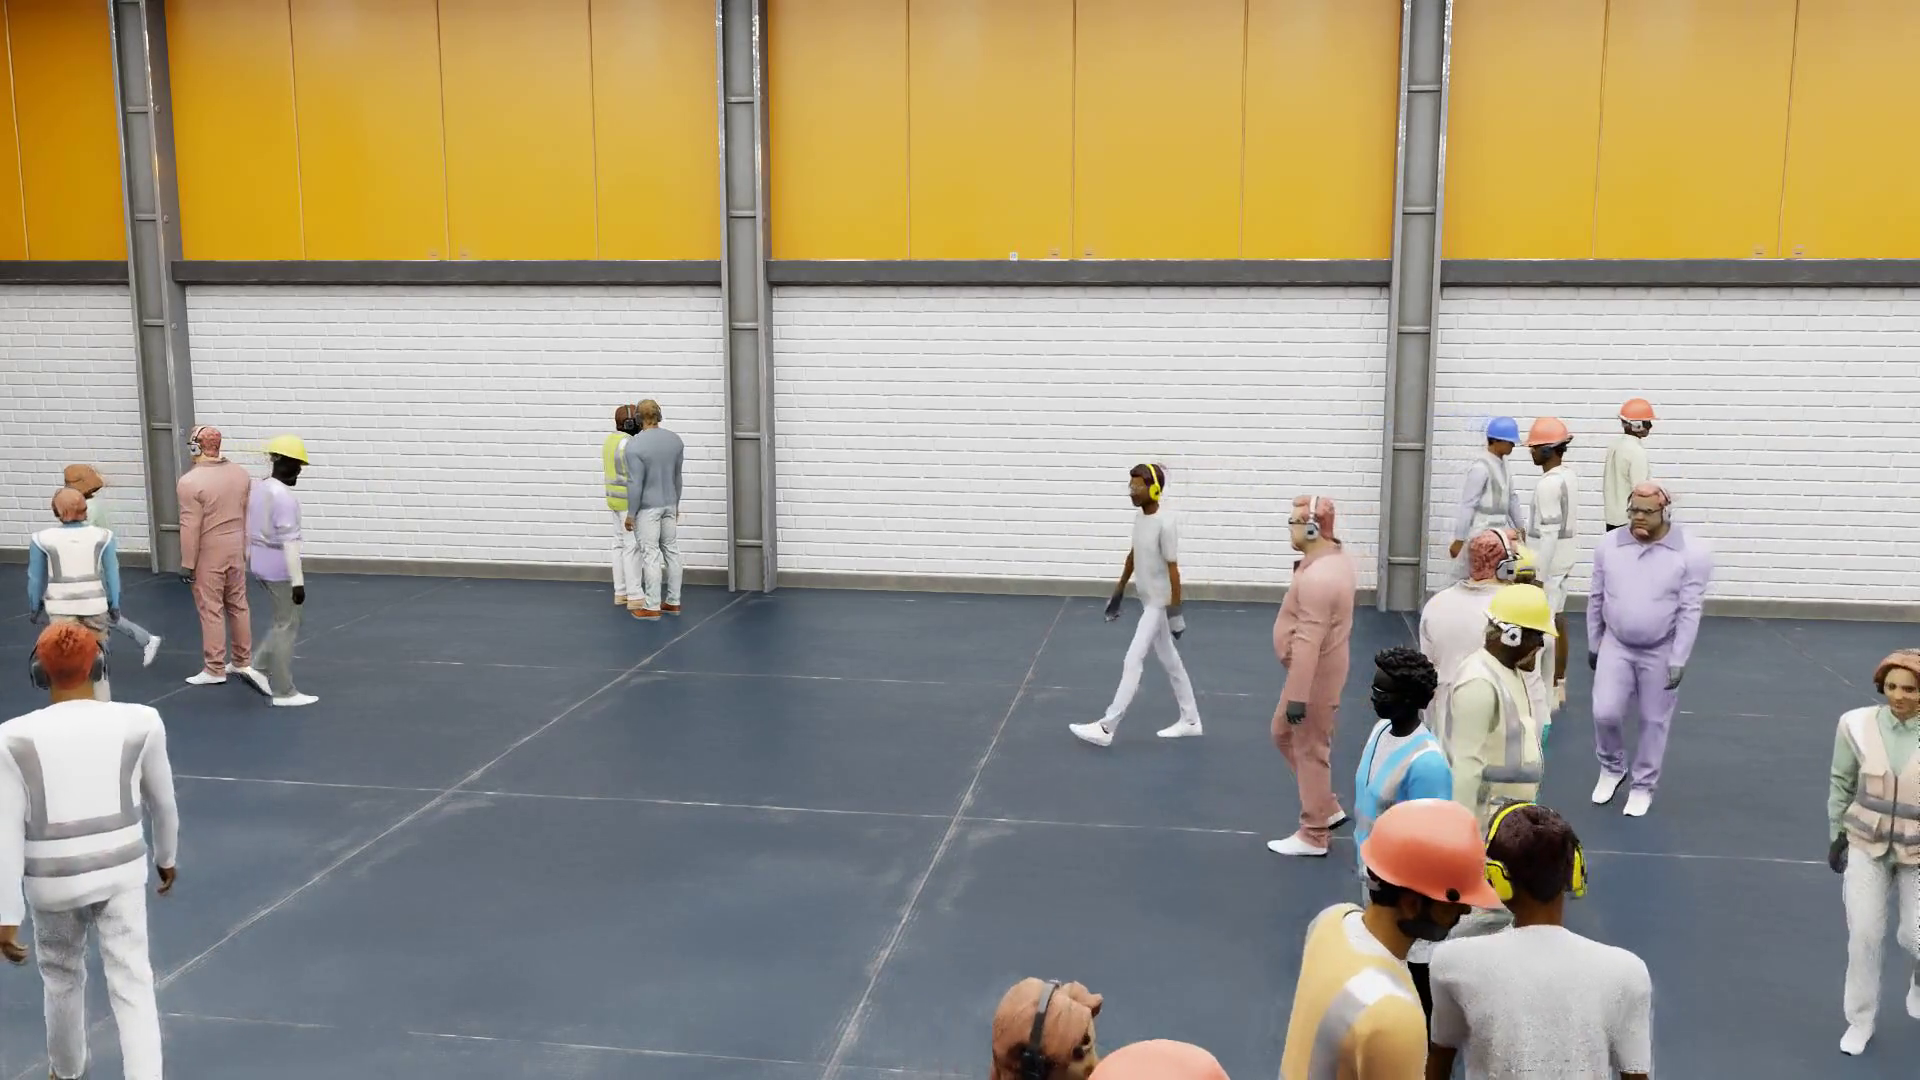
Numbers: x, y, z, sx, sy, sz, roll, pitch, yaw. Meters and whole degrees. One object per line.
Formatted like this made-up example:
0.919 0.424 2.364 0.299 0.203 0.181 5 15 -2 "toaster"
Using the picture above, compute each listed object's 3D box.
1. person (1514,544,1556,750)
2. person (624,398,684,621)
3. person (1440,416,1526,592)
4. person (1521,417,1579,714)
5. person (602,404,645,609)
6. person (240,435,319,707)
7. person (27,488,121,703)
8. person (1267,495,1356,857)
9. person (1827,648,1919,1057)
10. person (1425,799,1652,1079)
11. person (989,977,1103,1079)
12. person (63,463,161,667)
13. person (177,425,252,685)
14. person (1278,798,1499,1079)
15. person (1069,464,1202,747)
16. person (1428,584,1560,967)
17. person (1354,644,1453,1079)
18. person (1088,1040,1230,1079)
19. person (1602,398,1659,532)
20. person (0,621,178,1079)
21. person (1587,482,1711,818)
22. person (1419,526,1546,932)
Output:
2.622 0.887 7.919 0.550 1.746 0.497 -4 10 -26 "person"
-2.663 -0.266 14.467 0.372 1.935 0.627 7 11 36 "person"
4.254 -0.061 13.388 1.061 1.880 0.604 5 11 29 "person"
4.015 0.172 11.438 0.395 2.038 0.615 6 11 32 "person"
-2.960 -0.301 14.964 0.429 1.842 0.633 -6 11 -33 "person"
-4.739 0.218 11.613 0.507 1.891 0.693 -8 12 -39 "person"
-5.822 0.464 10.942 0.526 1.619 0.590 -7 12 -37 "person"
1.789 0.707 8.569 0.432 1.894 0.670 3 10 19 "person"
3.665 1.189 6.450 0.541 1.615 0.520 8 12 42 "person"
1.357 1.514 3.928 0.515 1.799 1.000 0 9 3 "person"
0.071 1.669 3.534 0.760 1.608 0.519 2 9 11 "person"
-6.456 0.214 12.502 0.701 1.607 0.506 -3 10 -19 "person"
-5.504 0.108 12.245 0.410 1.909 0.643 3 10 17 "person"
0.917 1.482 3.780 0.500 1.901 0.576 1 9 4 "person"
1.152 0.414 10.637 0.976 1.819 0.540 -2 9 -11 "person"
2.100 1.064 6.684 0.483 1.796 0.635 5 11 29 "person"
1.589 1.217 6.049 0.317 1.696 0.539 -1 9 -9 "person"
0.323 1.675 2.538 0.627 1.915 0.566 3 10 18 "person"
5.495 -0.169 13.675 0.382 1.993 0.622 -1 9 -3 "person"
-3.030 1.194 5.820 0.602 1.827 1.003 -6 11 -34 "person"
3.765 0.611 9.197 0.643 1.886 0.438 7 11 35 "person"
2.355 0.888 7.435 0.403 1.910 0.637 -5 11 -29 "person"
